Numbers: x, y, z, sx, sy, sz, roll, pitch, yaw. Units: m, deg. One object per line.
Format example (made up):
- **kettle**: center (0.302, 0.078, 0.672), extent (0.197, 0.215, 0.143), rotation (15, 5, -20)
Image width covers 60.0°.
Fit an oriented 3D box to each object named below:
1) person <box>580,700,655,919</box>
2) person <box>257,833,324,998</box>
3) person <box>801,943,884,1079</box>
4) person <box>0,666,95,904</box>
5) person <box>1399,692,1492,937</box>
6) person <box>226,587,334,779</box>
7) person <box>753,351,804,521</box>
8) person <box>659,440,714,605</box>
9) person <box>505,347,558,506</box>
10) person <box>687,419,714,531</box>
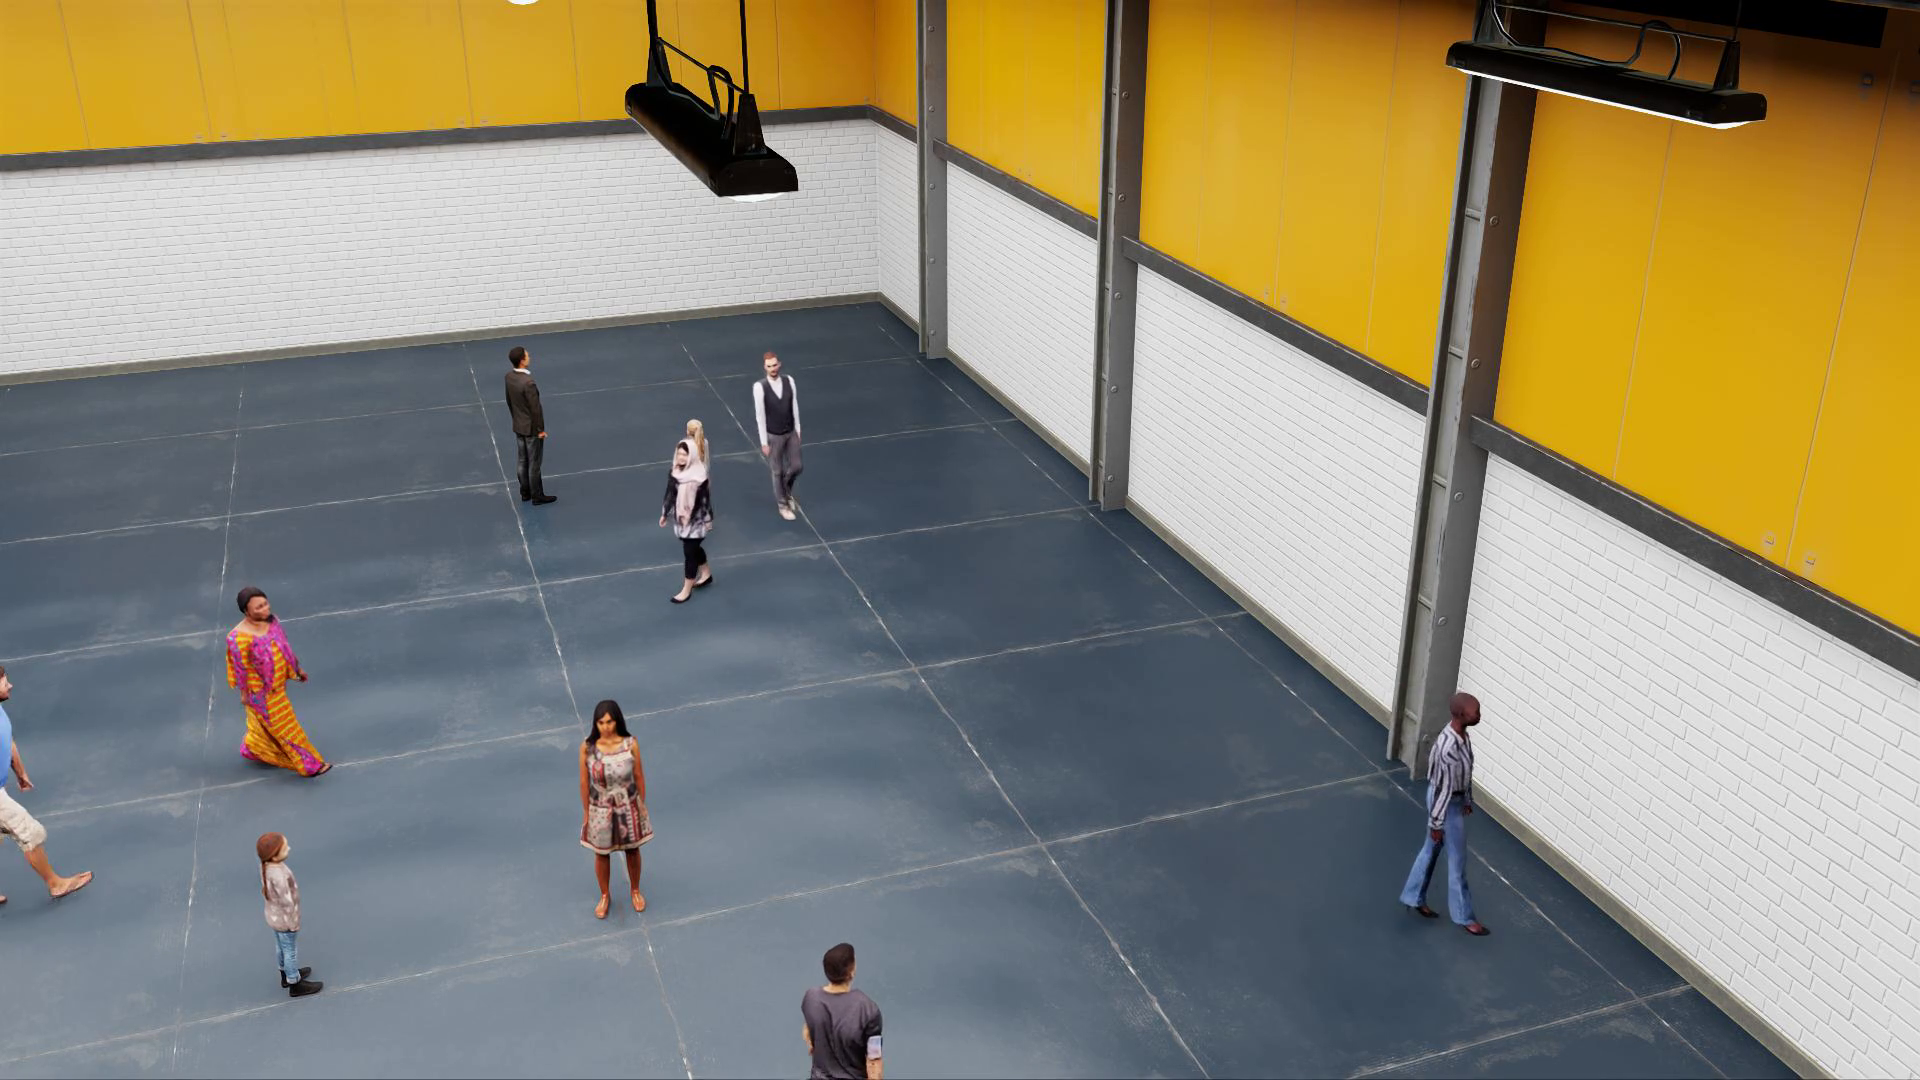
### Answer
- **person**: center (-2.394, 1.837, 11.541), extent (0.680, 1.645, 0.575), rotation (-5, 24, -11)
- **person**: center (-4.398, 2.412, 10.790), extent (0.602, 1.194, 0.478), rotation (-18, 29, -35)
- **person**: center (-0.670, 2.976, 8.850), extent (1.114, 1.713, 1.226), rotation (8, 25, 18)
- **person**: center (-6.803, 1.758, 11.500), extent (0.697, 1.823, 1.033), rotation (-5, 24, -12)
- **person**: center (3.239, 1.837, 11.375), extent (1.008, 1.778, 0.960), rotation (9, 25, 20)
- **person**: center (-5.554, 1.097, 13.201), extent (1.113, 1.672, 1.177), rotation (5, 24, 12)
- **person**: center (-2.006, -1.170, 18.070), extent (0.752, 1.925, 0.742), rotation (-15, 28, -31)
- **person**: center (-2.611, -0.239, 16.340), extent (0.976, 1.606, 0.986), rotation (15, 28, 31)
- **person**: center (-4.811, -1.279, 18.470), extent (0.669, 1.805, 0.812), rotation (19, 30, 37)
- **person**: center (-2.811, -0.690, 17.782), extent (0.637, 1.276, 0.595), rotation (18, 30, 36)
